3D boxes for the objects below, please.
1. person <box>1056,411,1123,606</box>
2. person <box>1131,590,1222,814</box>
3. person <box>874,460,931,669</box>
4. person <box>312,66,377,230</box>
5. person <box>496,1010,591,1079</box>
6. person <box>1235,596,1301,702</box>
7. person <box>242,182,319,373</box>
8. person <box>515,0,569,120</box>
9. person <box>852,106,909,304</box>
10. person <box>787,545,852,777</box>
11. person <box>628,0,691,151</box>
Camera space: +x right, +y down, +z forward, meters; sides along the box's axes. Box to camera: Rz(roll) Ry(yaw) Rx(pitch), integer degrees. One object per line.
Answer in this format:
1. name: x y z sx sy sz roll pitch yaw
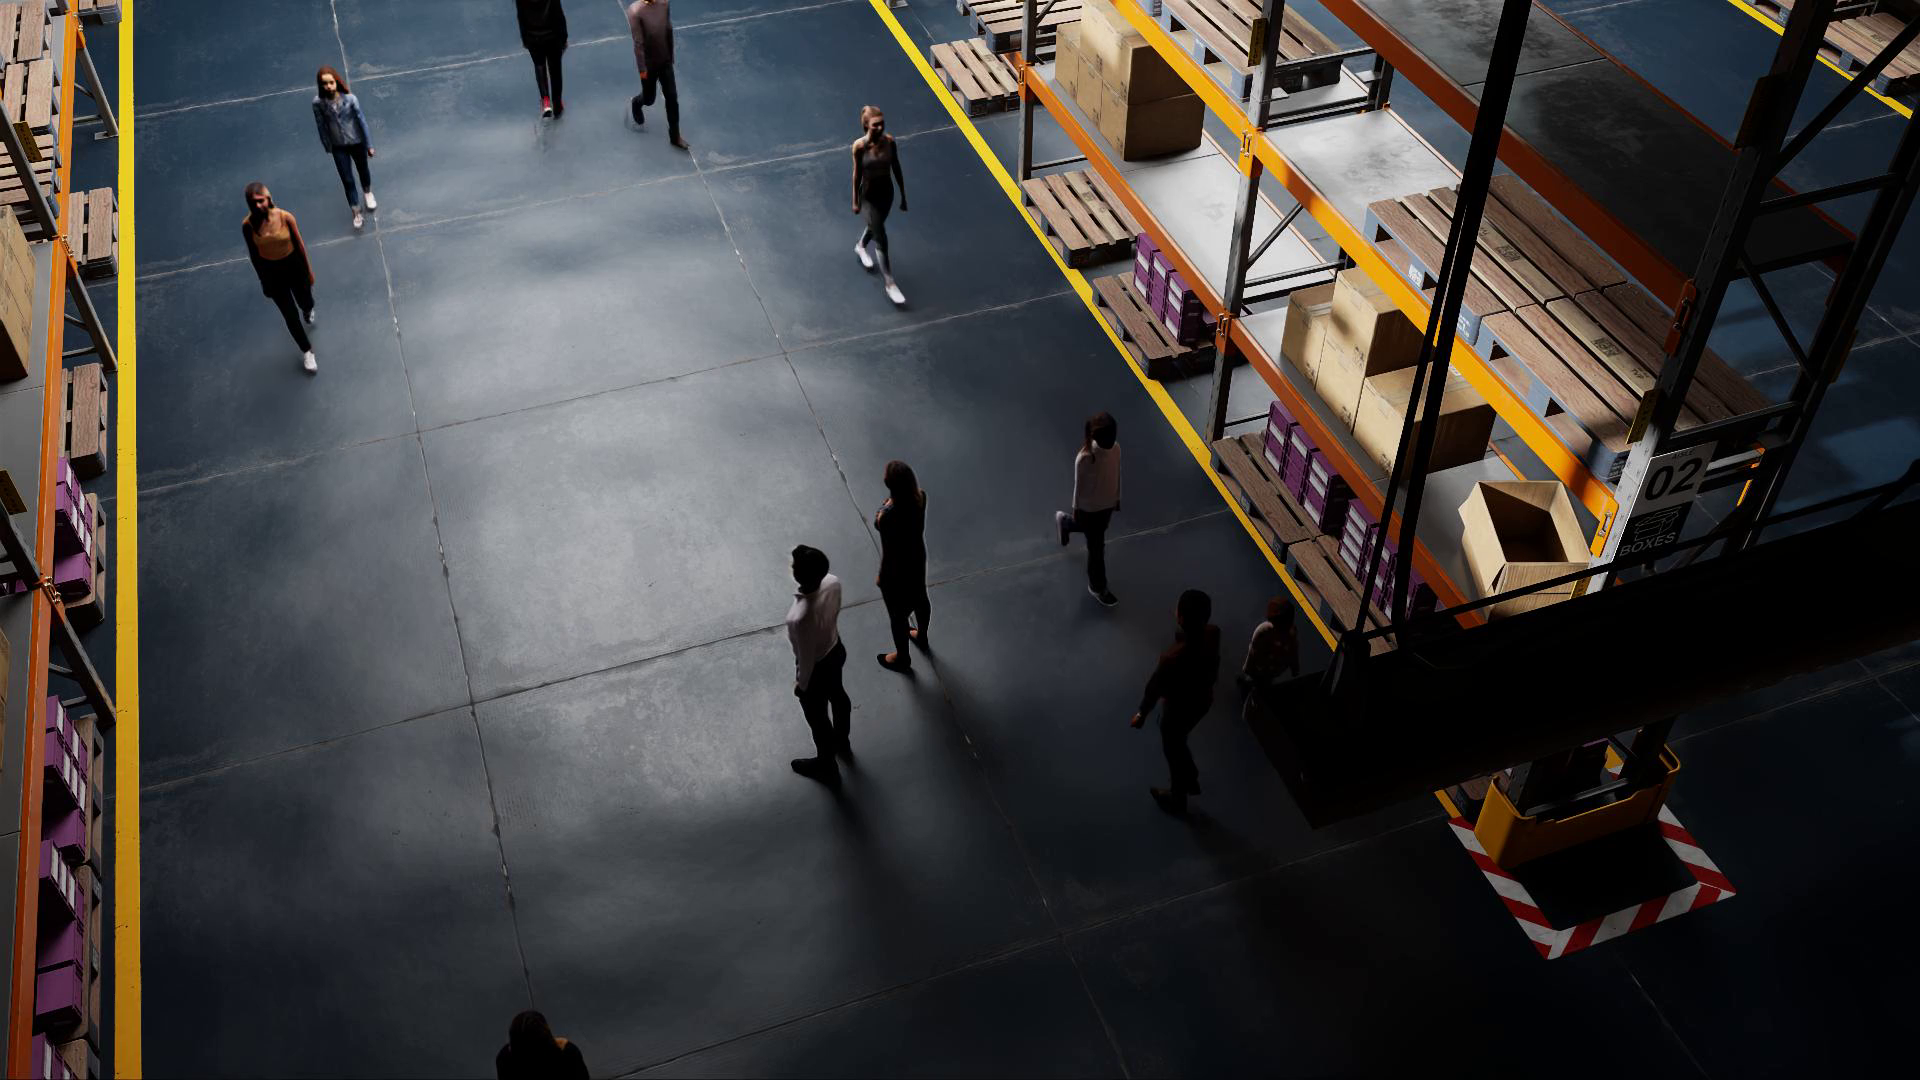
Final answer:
1. person: 0.883 -0.297 11.425 0.667 1.530 1.047 -24 49 -23
2. person: 1.399 1.034 9.857 0.800 1.765 0.785 29 51 27
3. person: -0.367 0.164 10.815 0.650 1.703 0.646 30 51 27
4. person: -5.499 -3.598 14.949 0.591 1.448 0.897 -13 45 -13
5. person: -1.968 2.775 8.095 0.593 1.676 0.537 -4 44 -5
6. person: 1.940 0.751 10.582 0.503 1.175 0.837 -16 46 -16
7. person: -5.420 -2.170 13.330 0.555 1.612 0.928 -14 45 -14
8. person: -4.029 -4.810 16.060 0.731 1.670 0.818 -2 44 -2
9. person: -0.742 -2.916 14.079 0.728 1.660 1.180 -22 48 -21
10. person: -0.847 0.735 10.097 0.783 1.868 0.718 16 46 16
11. person: -2.955 -4.570 15.756 0.873 1.742 1.129 -26 49 -25
